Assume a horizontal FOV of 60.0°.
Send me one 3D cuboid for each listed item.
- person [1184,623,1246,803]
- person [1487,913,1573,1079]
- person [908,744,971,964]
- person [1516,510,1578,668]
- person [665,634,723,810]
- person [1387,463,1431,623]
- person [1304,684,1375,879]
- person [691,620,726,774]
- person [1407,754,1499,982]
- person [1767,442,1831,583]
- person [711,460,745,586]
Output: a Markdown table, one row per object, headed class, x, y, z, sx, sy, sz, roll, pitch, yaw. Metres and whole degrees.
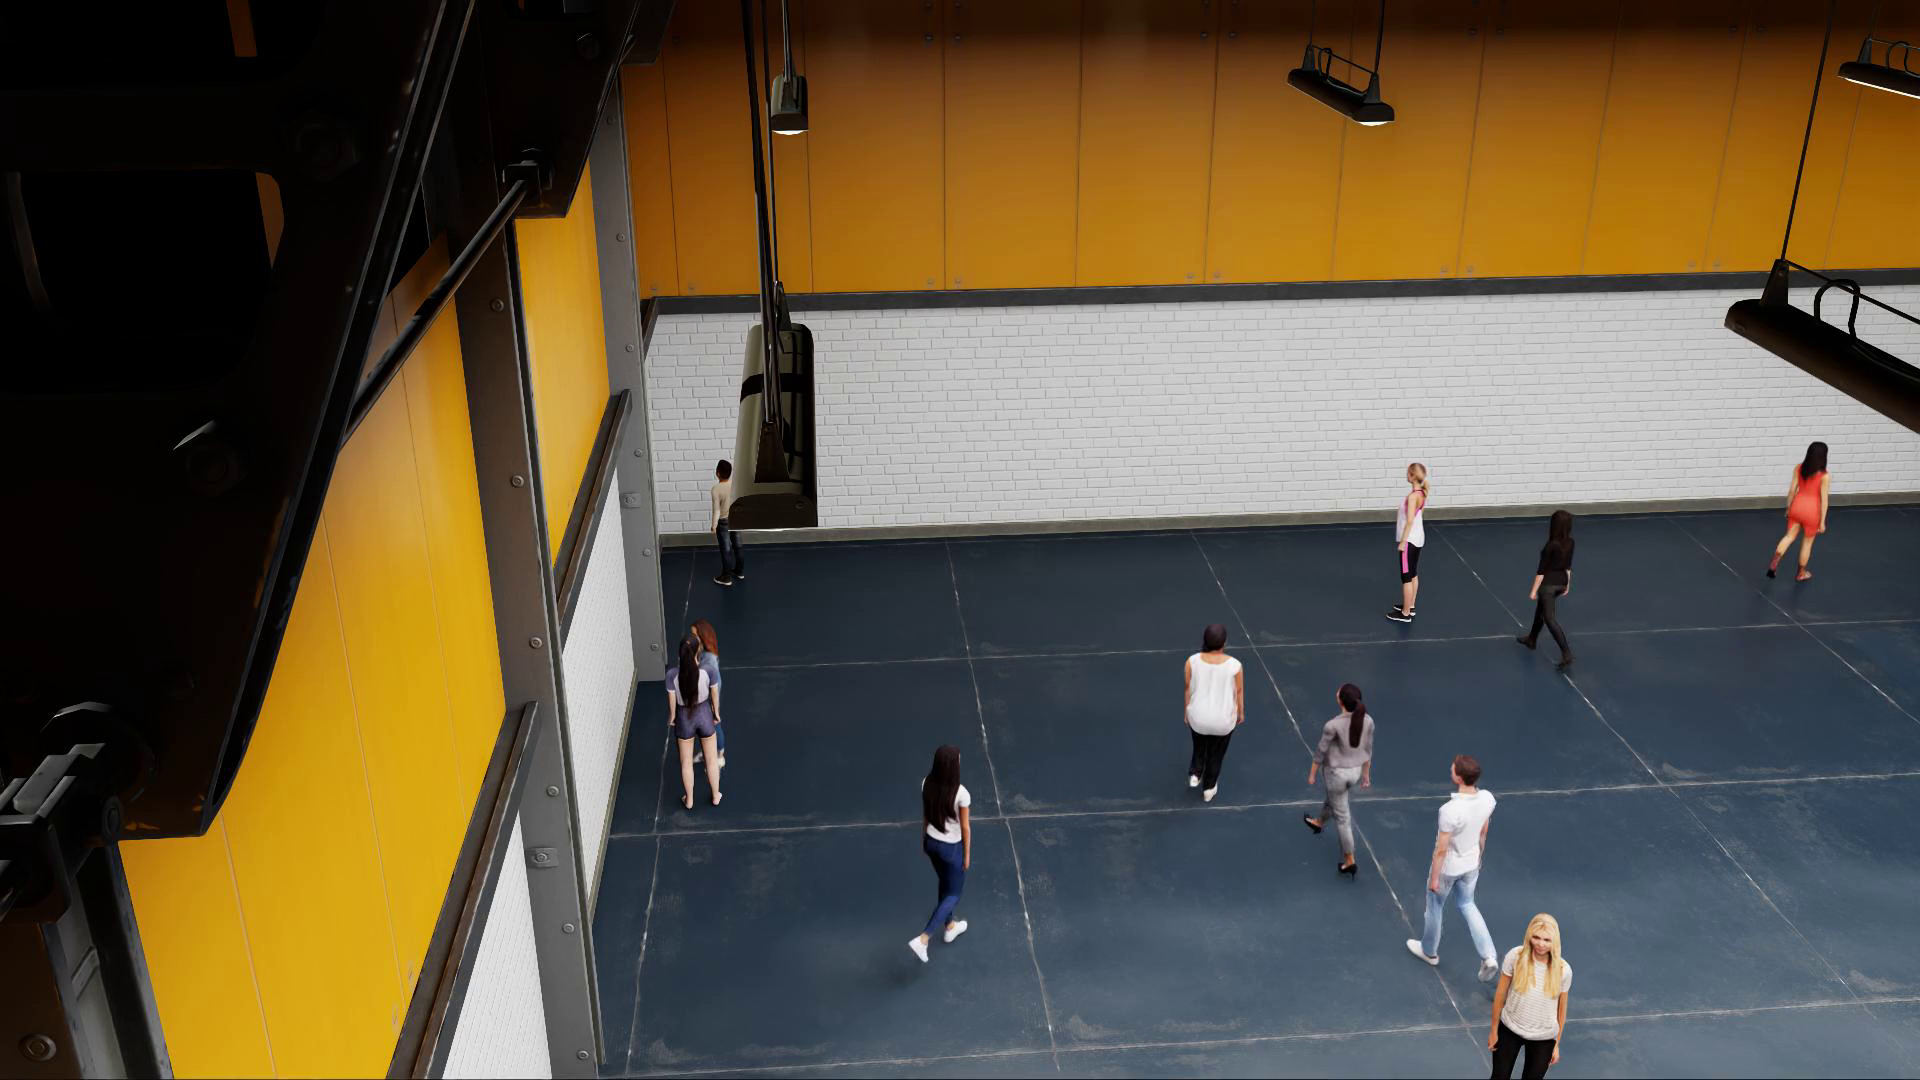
| class | x | y | z | sx | sy | sz | roll | pitch | yaw |
| --- | --- | --- | --- | --- | --- | --- | --- | --- | --- |
| person | 2.178 | 1.521 | 14.480 | 0.768 | 1.674 | 0.792 | 12 | 26 | 25 |
| person | 3.591 | 3.145 | 10.576 | 0.655 | 1.827 | 0.633 | 6 | 24 | 13 |
| person | -0.167 | 2.366 | 12.449 | 0.976 | 1.754 | 1.049 | 17 | 29 | 34 |
| person | 6.062 | 0.513 | 16.866 | 0.881 | 1.612 | 1.133 | -13 | 27 | -28 |
| person | -2.296 | 1.569 | 14.403 | 0.622 | 1.650 | 0.553 | -5 | 24 | -12 |
| person | 4.830 | 0.014 | 17.787 | 0.748 | 1.787 | 0.663 | 15 | 28 | 31 |
| person | 3.134 | 1.985 | 13.479 | 0.846 | 1.625 | 1.157 | -10 | 25 | -21 |
| person | -2.291 | 1.391 | 15.025 | 0.704 | 1.476 | 0.611 | -19 | 30 | -37 |
| person | 3.703 | 2.431 | 12.198 | 0.902 | 1.835 | 1.110 | -12 | 26 | -26 |
| person | 9.392 | -0.277 | 18.556 | 0.930 | 1.704 | 0.965 | -15 | 28 | -31 |
| person | -2.612 | -0.212 | 18.705 | 0.689 | 1.465 | 0.631 | 19 | 30 | 37 |
